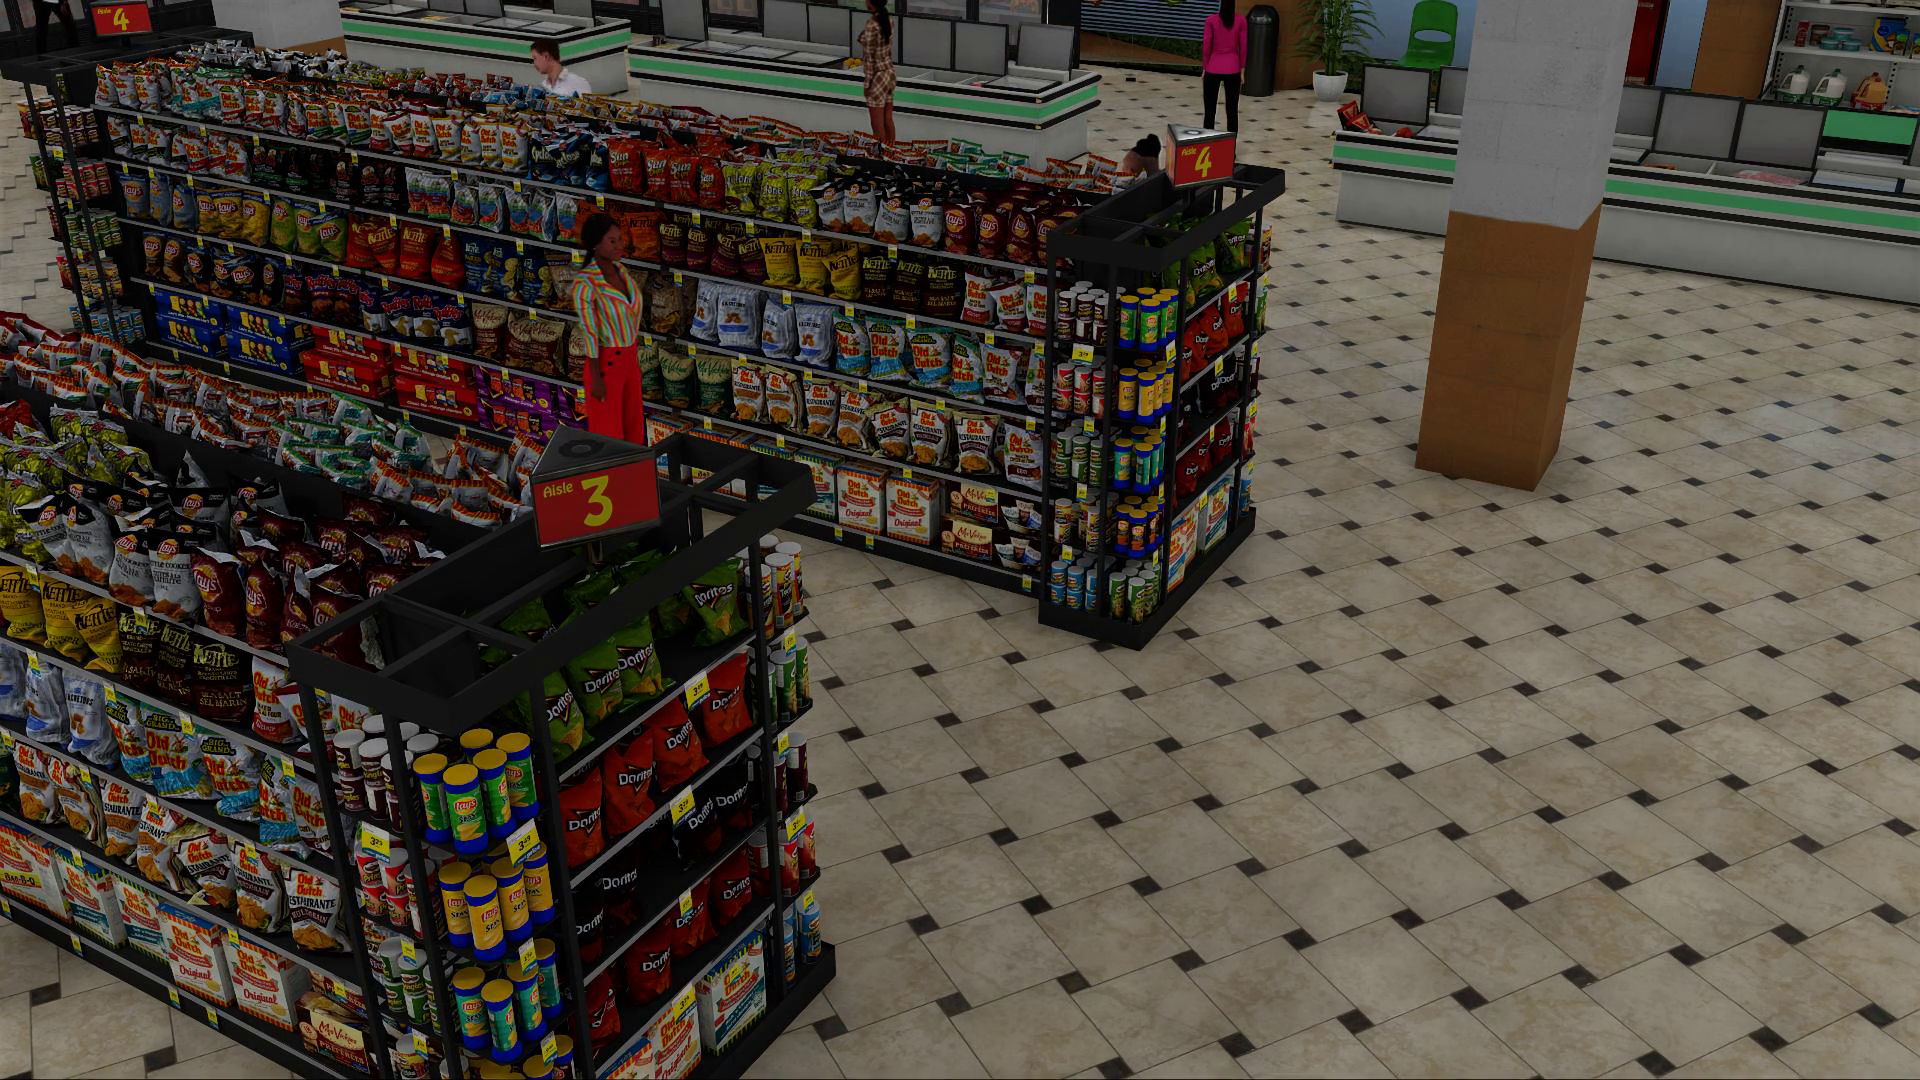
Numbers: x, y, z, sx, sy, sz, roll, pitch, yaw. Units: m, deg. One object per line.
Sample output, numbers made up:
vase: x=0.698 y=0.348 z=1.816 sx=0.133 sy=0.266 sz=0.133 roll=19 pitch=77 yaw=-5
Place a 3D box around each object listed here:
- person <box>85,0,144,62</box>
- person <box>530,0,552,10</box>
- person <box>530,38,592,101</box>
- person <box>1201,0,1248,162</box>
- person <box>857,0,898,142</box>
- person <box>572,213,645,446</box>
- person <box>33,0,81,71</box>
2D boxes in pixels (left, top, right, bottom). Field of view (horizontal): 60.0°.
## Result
person: x=-8.177 y=-4.656 z=16.228 sx=0.588 sy=1.824 sz=0.695 roll=16 pitch=31 yaw=29
person: x=-5.706 y=-7.693 z=22.294 sx=0.536 sy=1.754 sz=0.587 roll=19 pitch=32 yaw=33
person: x=-2.887 y=-2.923 z=12.818 sx=0.469 sy=1.818 sz=0.905 roll=8 pitch=28 yaw=15
person: x=2.539 y=-4.510 z=16.079 sx=0.637 sy=1.698 sz=0.738 roll=2 pitch=27 yaw=3
person: x=-0.738 y=-4.225 z=15.412 sx=0.532 sy=1.794 sz=0.573 roll=14 pitch=30 yaw=26
person: x=-1.821 y=-0.843 z=8.744 sx=0.571 sy=1.792 sz=0.625 roll=10 pitch=29 yaw=20
person: x=-10.889 y=-6.430 z=19.762 sx=0.870 sy=1.792 sz=0.816 roll=7 pitch=28 yaw=14
